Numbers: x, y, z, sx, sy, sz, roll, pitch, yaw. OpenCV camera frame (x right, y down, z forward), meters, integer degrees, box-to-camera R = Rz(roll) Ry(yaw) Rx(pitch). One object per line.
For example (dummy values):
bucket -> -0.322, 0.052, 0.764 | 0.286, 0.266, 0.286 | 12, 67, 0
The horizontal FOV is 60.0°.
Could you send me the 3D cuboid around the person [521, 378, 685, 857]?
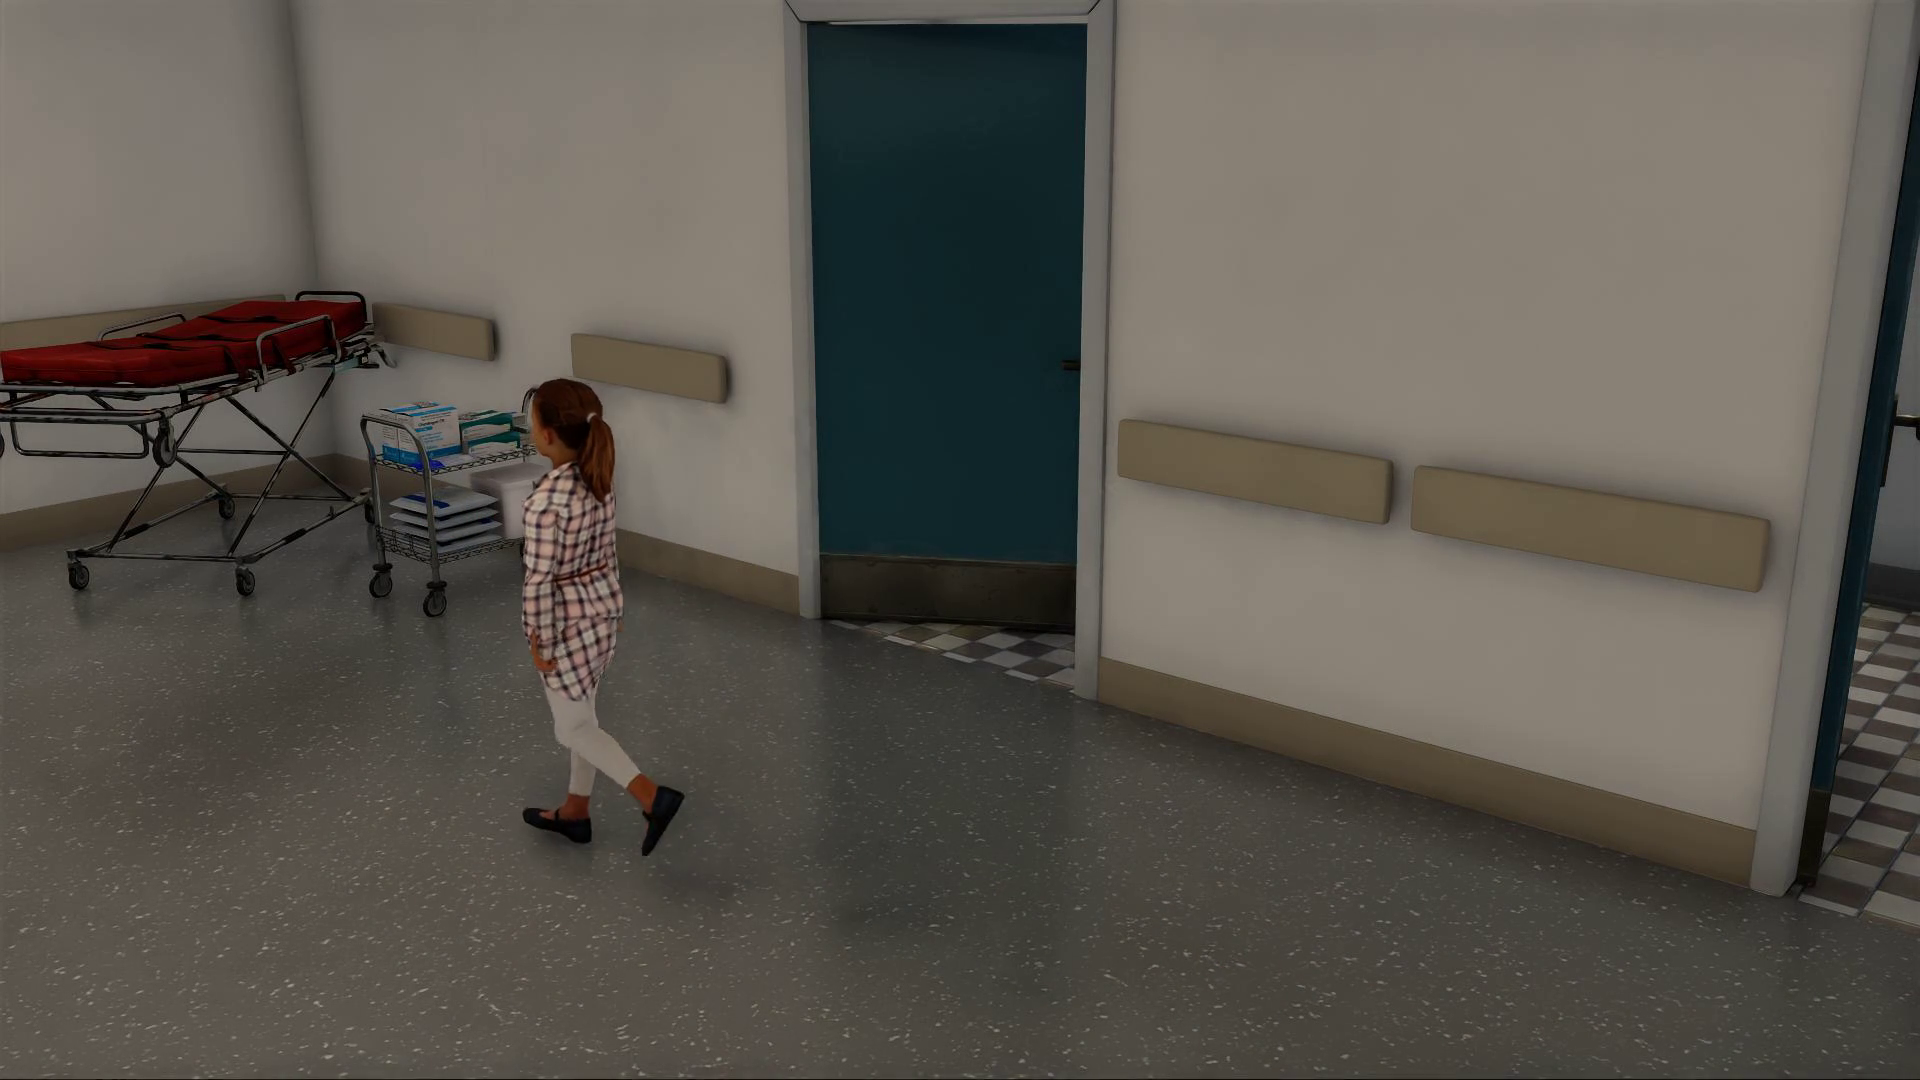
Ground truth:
person -> -0.956, 0.227, 4.361 | 0.864, 1.297, 0.638 | 8, 18, 27
